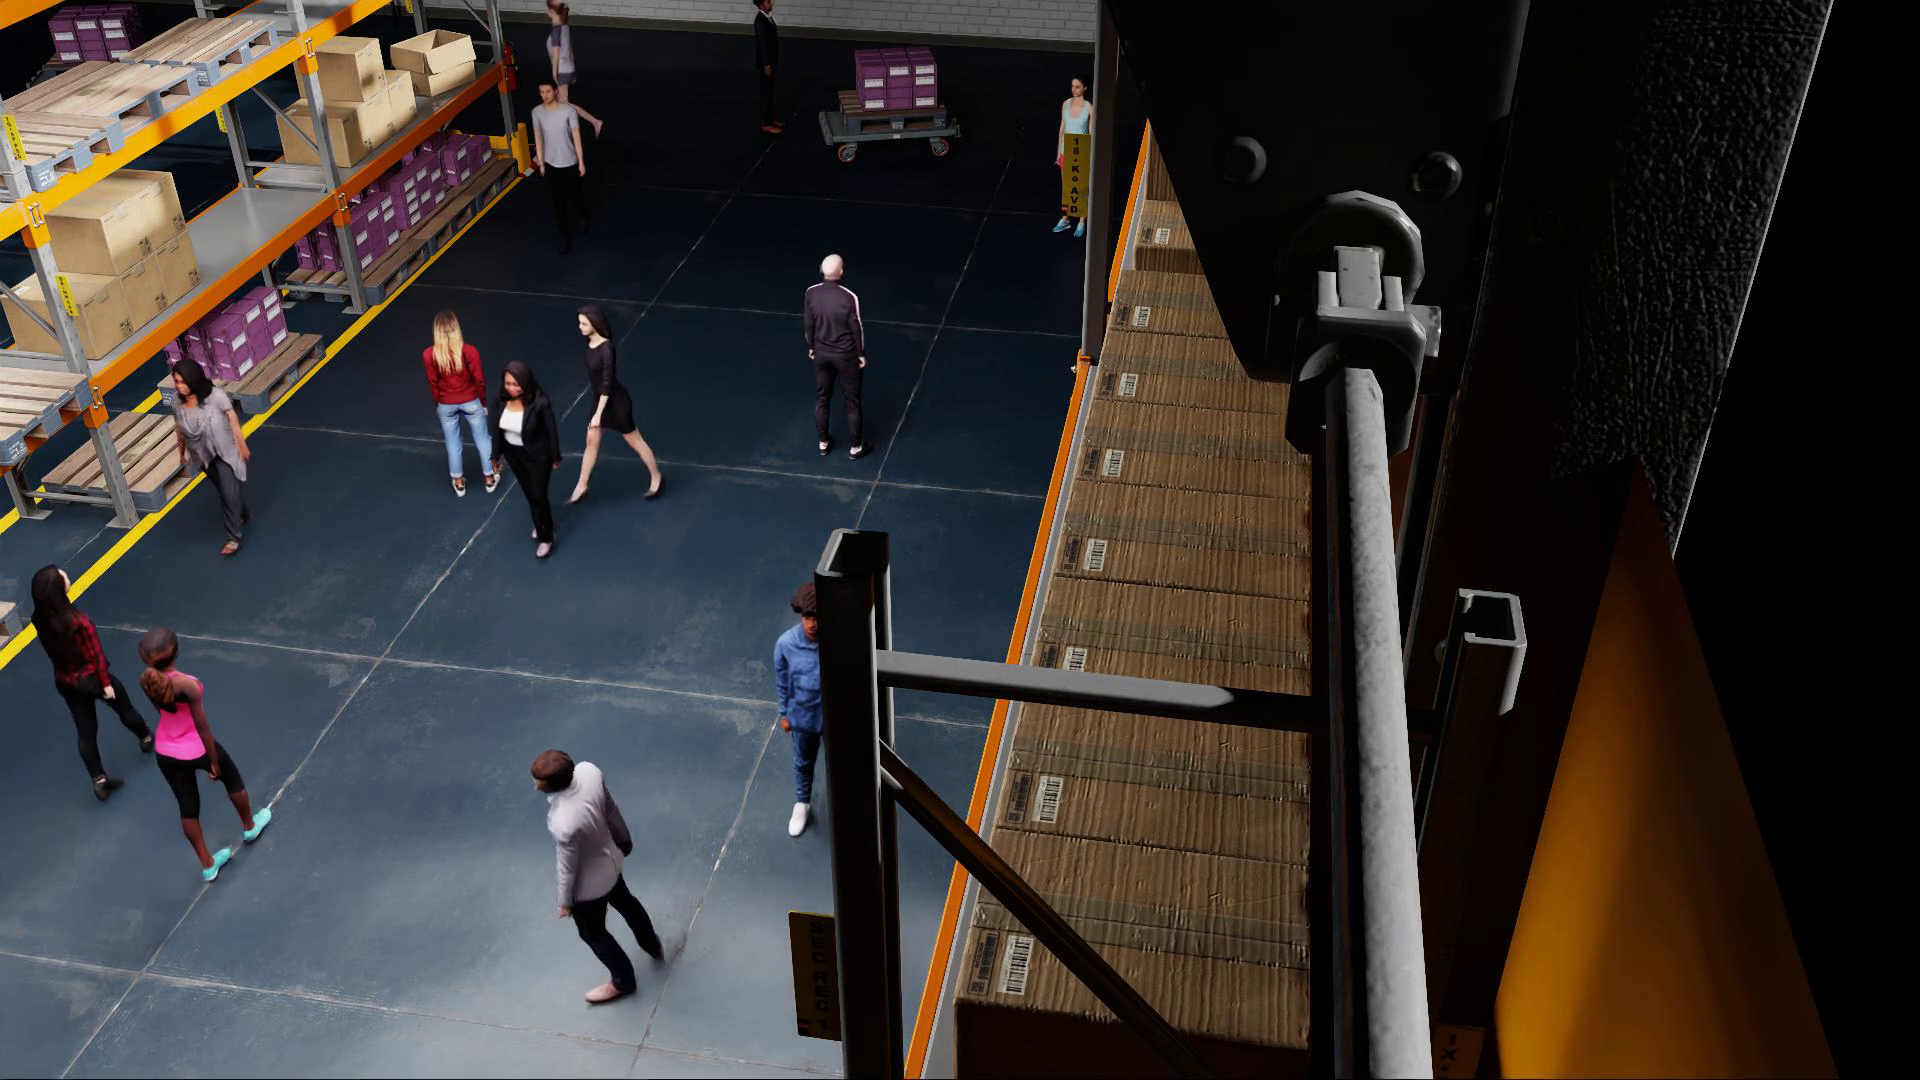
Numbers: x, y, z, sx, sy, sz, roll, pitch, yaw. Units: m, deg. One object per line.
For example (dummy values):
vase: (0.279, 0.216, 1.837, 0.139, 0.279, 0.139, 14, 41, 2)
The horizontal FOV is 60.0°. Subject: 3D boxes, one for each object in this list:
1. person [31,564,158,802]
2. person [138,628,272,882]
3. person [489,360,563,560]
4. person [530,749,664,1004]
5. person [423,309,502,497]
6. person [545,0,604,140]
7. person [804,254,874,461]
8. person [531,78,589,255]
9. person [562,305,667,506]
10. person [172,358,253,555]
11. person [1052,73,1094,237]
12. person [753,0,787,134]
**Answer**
person: (-5.534, 0.939, 10.420, 0.593, 1.632, 0.886, 6, 34, 8)
person: (-4.592, 1.317, 9.787, 0.559, 1.702, 0.814, 4, 34, 6)
person: (-3.326, -0.713, 12.936, 0.681, 1.599, 0.778, 9, 35, 13)
person: (-1.927, 1.774, 9.004, 0.928, 1.808, 0.548, 14, 36, 20)
person: (-4.061, -1.115, 13.509, 0.655, 1.633, 0.634, -8, 34, -11)
person: (-4.761, -5.698, 20.308, 0.686, 1.738, 0.903, 3, 34, 4)
person: (-1.038, -1.529, 13.948, 0.702, 1.837, 0.619, 11, 35, 15)
person: (-4.208, -4.019, 17.684, 0.788, 1.848, 1.017, 0, 34, 0)
person: (-2.692, -1.062, 13.315, 1.111, 1.759, 1.071, -20, 39, -27)
person: (-5.773, -0.747, 13.003, 0.640, 1.580, 0.847, 6, 34, 9)
person: (1.253, -4.165, 17.978, 0.664, 1.765, 0.686, 18, 38, 25)
person: (-2.413, -5.960, 20.712, 0.716, 1.728, 0.514, 1, 34, 2)
